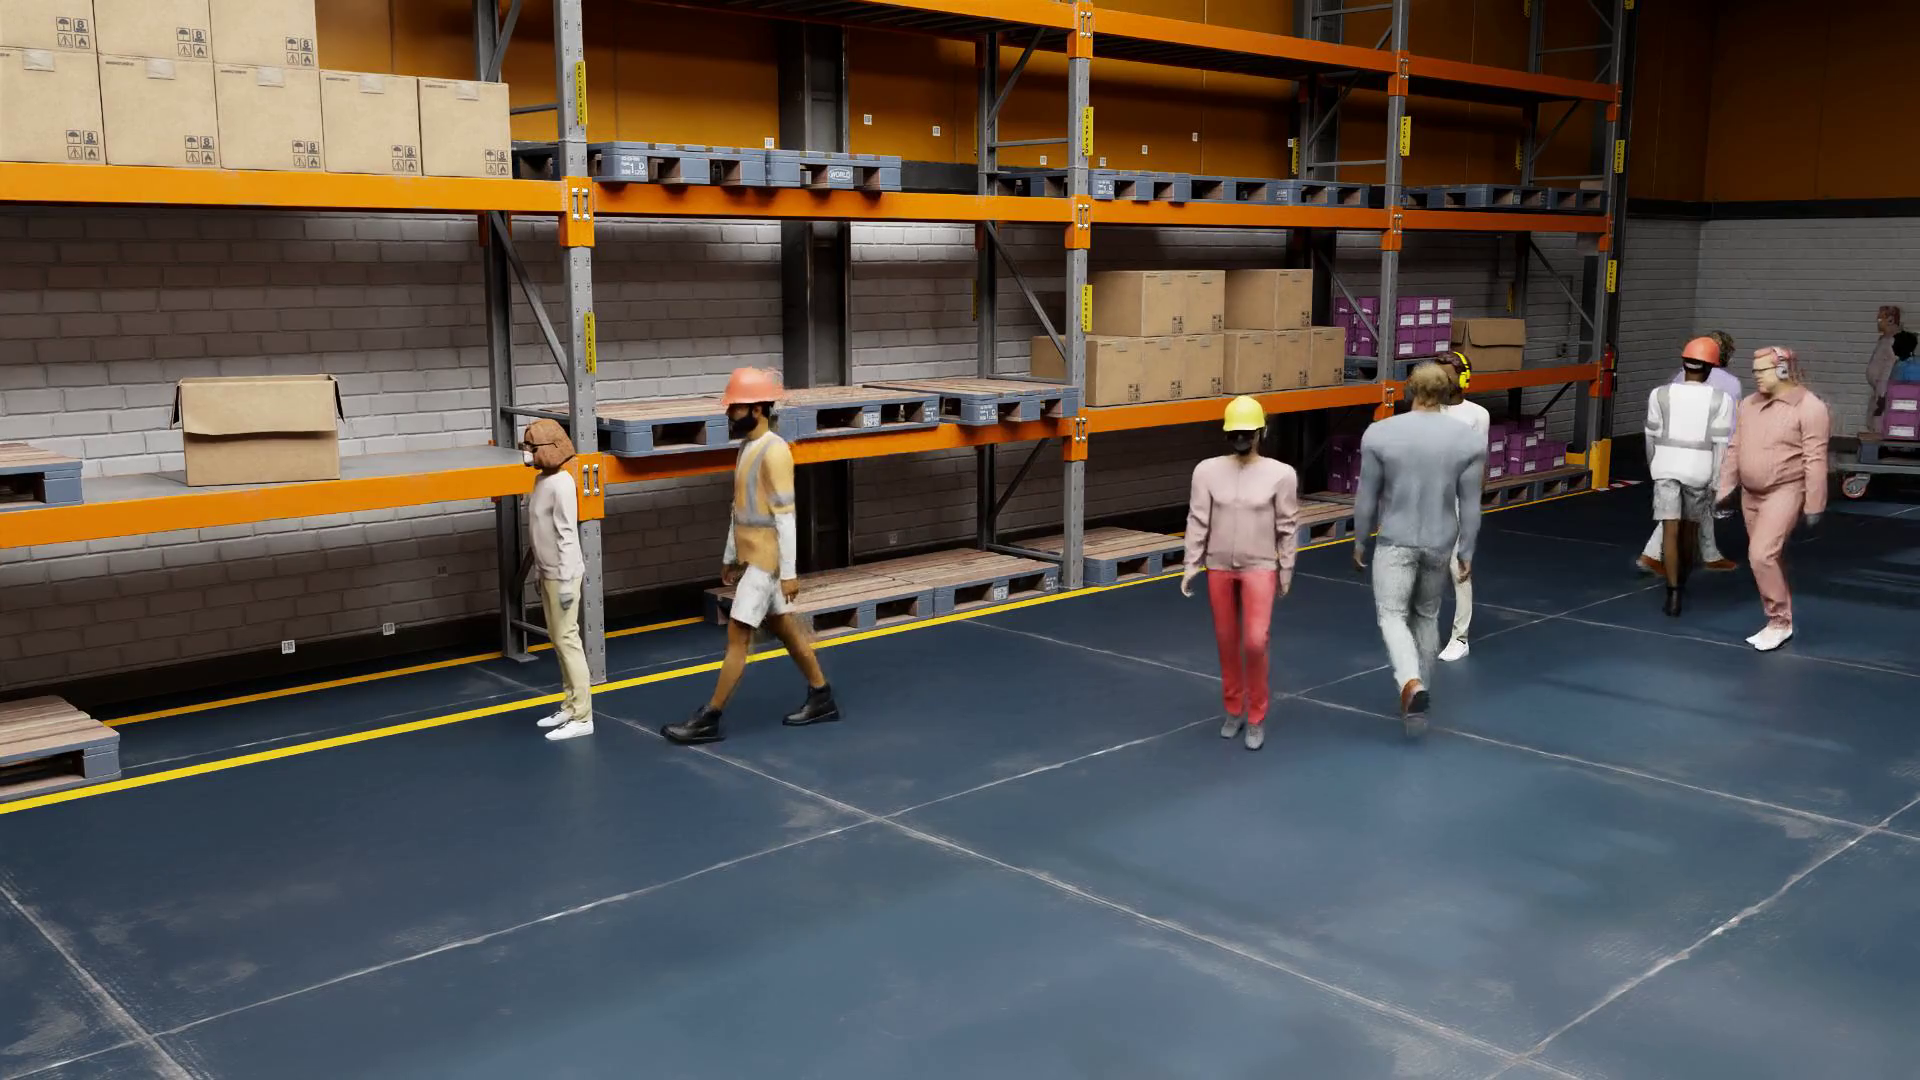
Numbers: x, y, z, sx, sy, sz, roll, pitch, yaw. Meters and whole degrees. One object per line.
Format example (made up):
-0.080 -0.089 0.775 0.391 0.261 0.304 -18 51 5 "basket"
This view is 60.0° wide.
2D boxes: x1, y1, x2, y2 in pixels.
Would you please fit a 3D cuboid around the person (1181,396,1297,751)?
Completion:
1.376 0.163 8.244 0.530 1.746 0.595 4 10 21 "person"

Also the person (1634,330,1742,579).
5.545 -0.643 12.590 1.013 1.894 0.652 -3 10 -15 "person"

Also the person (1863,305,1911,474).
10.337 -1.663 18.531 0.460 1.892 0.644 4 11 23 "person"

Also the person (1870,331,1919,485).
9.985 -1.397 17.660 0.919 1.643 0.532 4 11 23 "person"

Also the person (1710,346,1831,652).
5.005 -0.252 10.307 0.601 1.877 0.654 -3 10 -15 "person"

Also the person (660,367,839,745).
-1.037 0.072 8.392 0.971 1.885 0.560 -3 10 -18 "person"

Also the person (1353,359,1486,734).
2.358 0.037 8.524 0.635 1.915 0.841 0 10 1 "person"

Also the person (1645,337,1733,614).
5.027 -0.462 11.537 0.539 1.870 1.008 4 10 22 "person"

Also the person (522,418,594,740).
-2.042 0.194 8.423 0.292 1.630 0.499 -5 11 -25 "person"

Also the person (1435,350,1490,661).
2.939 -0.209 10.064 0.328 1.872 0.514 -7 12 -35 "person"
